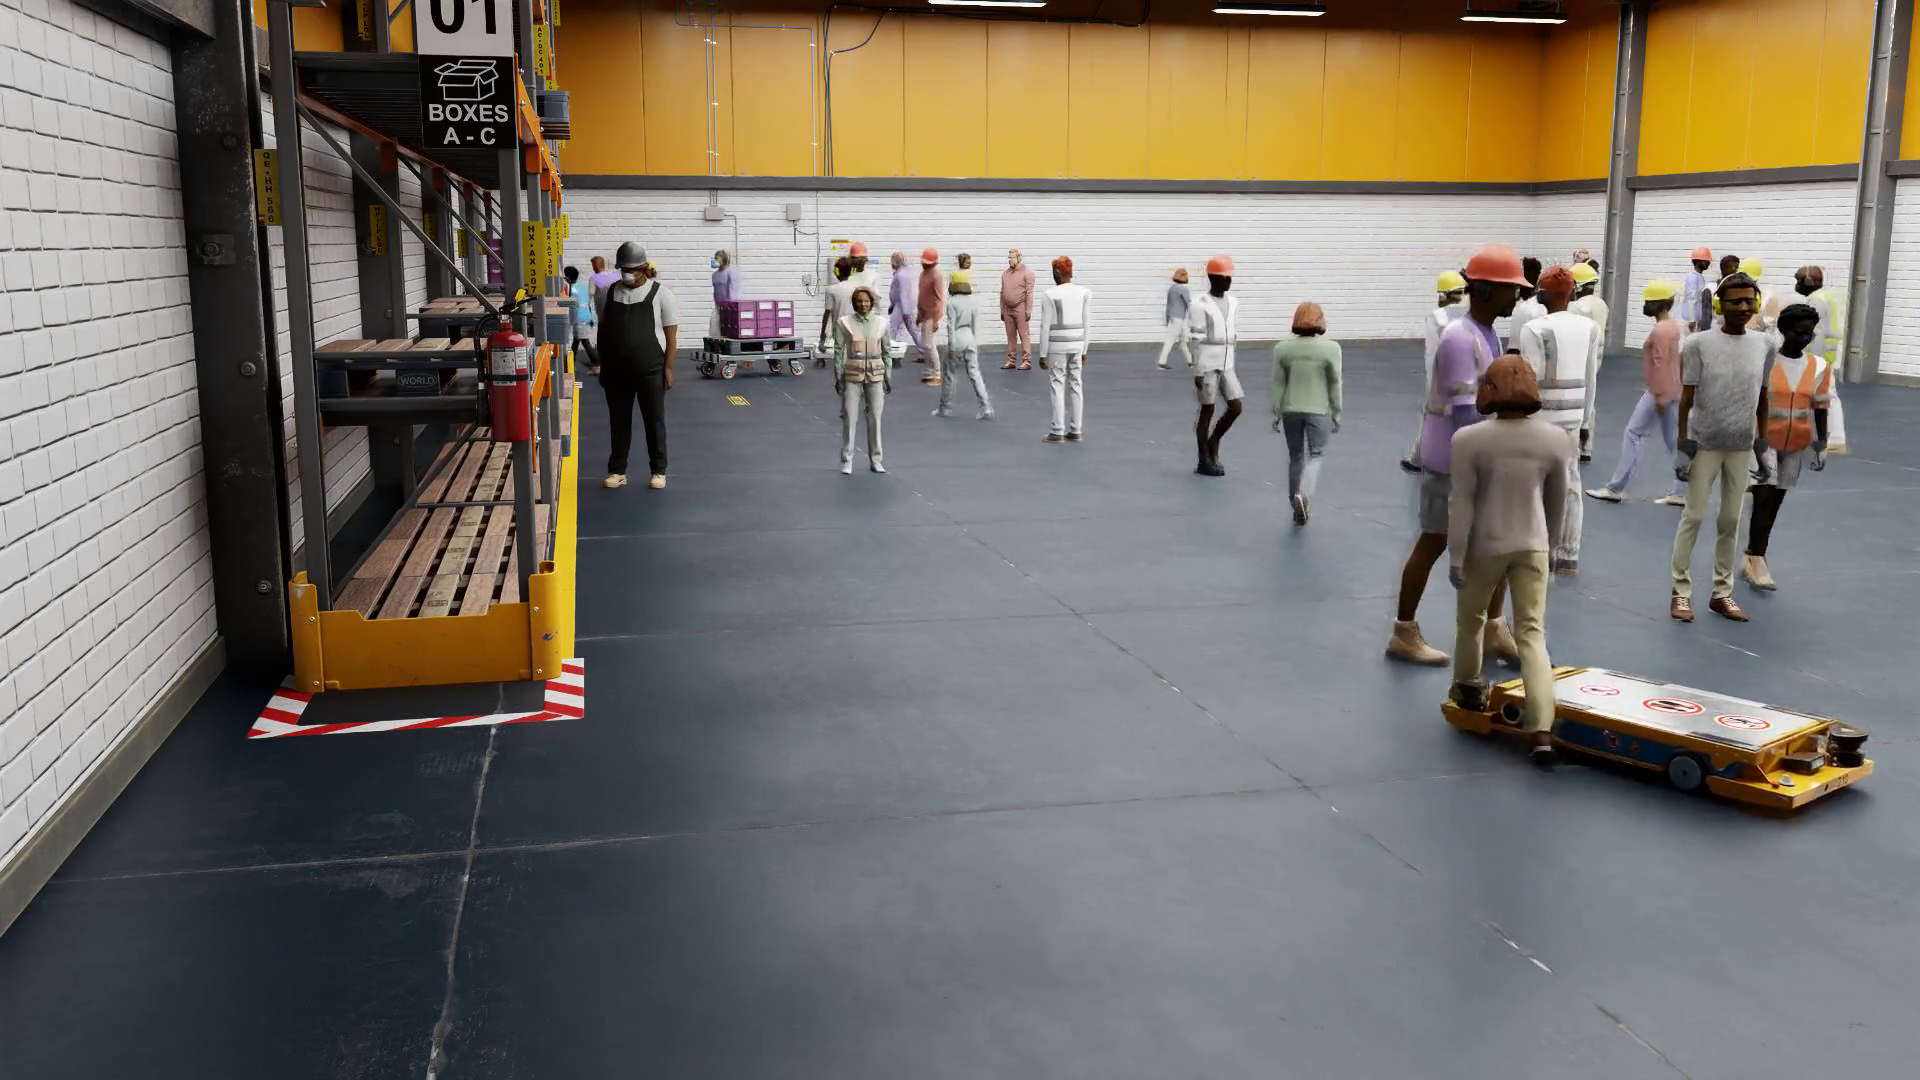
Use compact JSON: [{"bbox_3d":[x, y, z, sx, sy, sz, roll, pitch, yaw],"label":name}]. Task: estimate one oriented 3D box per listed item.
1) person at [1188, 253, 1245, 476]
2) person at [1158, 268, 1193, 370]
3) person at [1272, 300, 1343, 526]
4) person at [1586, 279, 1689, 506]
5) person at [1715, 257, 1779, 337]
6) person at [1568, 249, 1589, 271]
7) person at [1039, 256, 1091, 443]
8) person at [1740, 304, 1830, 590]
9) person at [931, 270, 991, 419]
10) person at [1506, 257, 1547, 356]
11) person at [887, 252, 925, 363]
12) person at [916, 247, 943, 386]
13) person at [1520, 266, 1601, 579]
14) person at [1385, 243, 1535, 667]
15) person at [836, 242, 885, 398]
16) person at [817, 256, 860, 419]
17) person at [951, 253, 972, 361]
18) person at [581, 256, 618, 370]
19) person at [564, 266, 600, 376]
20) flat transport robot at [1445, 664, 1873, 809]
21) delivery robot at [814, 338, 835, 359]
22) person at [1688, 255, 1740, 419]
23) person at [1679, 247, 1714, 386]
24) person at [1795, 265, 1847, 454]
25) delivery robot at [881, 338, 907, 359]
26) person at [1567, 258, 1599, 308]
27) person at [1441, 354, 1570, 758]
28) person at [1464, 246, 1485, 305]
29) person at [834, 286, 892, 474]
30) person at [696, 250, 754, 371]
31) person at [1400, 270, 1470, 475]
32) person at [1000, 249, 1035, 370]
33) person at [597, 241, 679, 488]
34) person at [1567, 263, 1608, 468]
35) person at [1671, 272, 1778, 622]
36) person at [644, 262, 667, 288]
[{"bbox_3d":[2.211,-1.497,14.326,0.570,1.918,0.410,-7,13,-35],"label":"person"},{"bbox_3d":[3.483,-3.480,26.231,0.867,1.586,0.499,-4,11,-22],"label":"person"},{"bbox_3d":[2.431,-0.886,11.785,0.507,1.620,0.612,6,12,28],"label":"person"},{"bbox_3d":[5.284,-1.127,12.816,0.831,1.733,0.533,8,13,38],"label":"person"},{"bbox_3d":[7.743,-1.849,16.406,0.577,1.883,0.819,8,13,36],"label":"person"},{"bbox_3d":[9.176,-3.365,24.748,0.640,1.902,0.402,-8,13,-38],"label":"person"},{"bbox_3d":[1.039,-1.904,16.719,0.576,1.880,0.379,-6,12,-29],"label":"person"},{"bbox_3d":[4.804,-0.534,9.678,0.546,1.660,0.748,0,10,-2],"label":"person"},{"bbox_3d":[0.042,-2.237,19.045,0.500,1.699,0.900,-9,14,-41],"label":"person"},{"bbox_3d":[4.543,-1.309,13.346,1.049,1.896,0.625,9,14,41],"label":"person"},{"bbox_3d":[-0.982,-3.822,27.451,1.020,1.837,0.661,2,10,9],"label":"person"},{"bbox_3d":[-0.447,-3.137,23.400,0.371,1.945,0.842,-3,11,-15],"label":"person"},{"bbox_3d":[3.576,-0.703,10.039,0.584,1.881,0.337,-5,11,-24],"label":"person"},{"bbox_3d":[2.449,-0.367,7.820,0.856,2.008,0.619,8,13,37],"label":"person"},{"bbox_3d":[-1.256,-2.853,21.632,0.617,1.998,1.002,-6,12,-29],"label":"person"},{"bbox_3d":[-1.383,-2.306,19.043,0.514,1.848,0.712,-7,12,-35],"label":"person"},{"bbox_3d":[0.045,-3.899,27.932,0.428,1.820,0.522,1,10,7],"label":"person"},{"bbox_3d":[-5.542,-3.502,25.847,1.004,1.779,0.595,5,11,25],"label":"person"},{"bbox_3d":[-5.802,-3.300,25.062,0.881,1.639,0.547,3,11,14],"label":"person"},{"bbox_3d":[2.719,0.731,6.562,0.652,0.197,1.431,-8,13,-38],"label":"flat transport robot"},{"bbox_3d":[-1.952,-3.023,26.316,0.707,0.478,0.477,1,10,5],"label":"delivery robot"},{"bbox_3d":[8.533,-2.242,18.612,0.609,1.863,1.031,-4,11,-19],"label":"person"},{"bbox_3d":[10.319,-3.126,23.315,0.367,1.935,0.552,6,12,29],"label":"person"},{"bbox_3d":[8.092,-1.729,15.984,0.988,1.785,0.633,8,13,37],"label":"person"},{"bbox_3d":[-1.212,-3.027,26.336,0.707,0.478,0.477,-4,11,-21],"label":"delivery robot"},{"bbox_3d":[7.034,-2.281,18.947,0.361,1.839,0.703,3,11,16],"label":"person"},{"bbox_3d":[2.210,0.052,6.687,0.503,1.587,0.856,0,10,-1],"label":"person"},{"bbox_3d":[8.524,-3.826,27.220,0.543,1.931,0.384,7,13,35],"label":"person"},{"bbox_3d":[-0.846,-1.394,14.543,0.523,1.638,0.310,-3,11,-14],"label":"person"},{"bbox_3d":[-3.683,-3.598,26.108,0.635,1.890,1.059,9,13,40],"label":"person"},{"bbox_3d":[4.157,-1.387,14.125,0.593,1.784,0.945,-3,11,-16],"label":"person"},{"bbox_3d":[0.873,-3.622,26.185,0.646,1.900,0.403,9,14,41],"label":"person"},{"bbox_3d":[-2.671,-1.432,13.638,0.674,2.000,0.535,1,10,7],"label":"person"},{"bbox_3d":[5.557,-1.565,14.956,0.404,1.829,0.600,10,14,42],"label":"person"},{"bbox_3d":[4.084,-0.488,8.886,0.513,1.871,0.329,0,10,0],"label":"person"},{"bbox_3d":[-4.523,-3.219,24.459,0.528,1.710,0.947,-5,11,-26],"label":"person"}]
